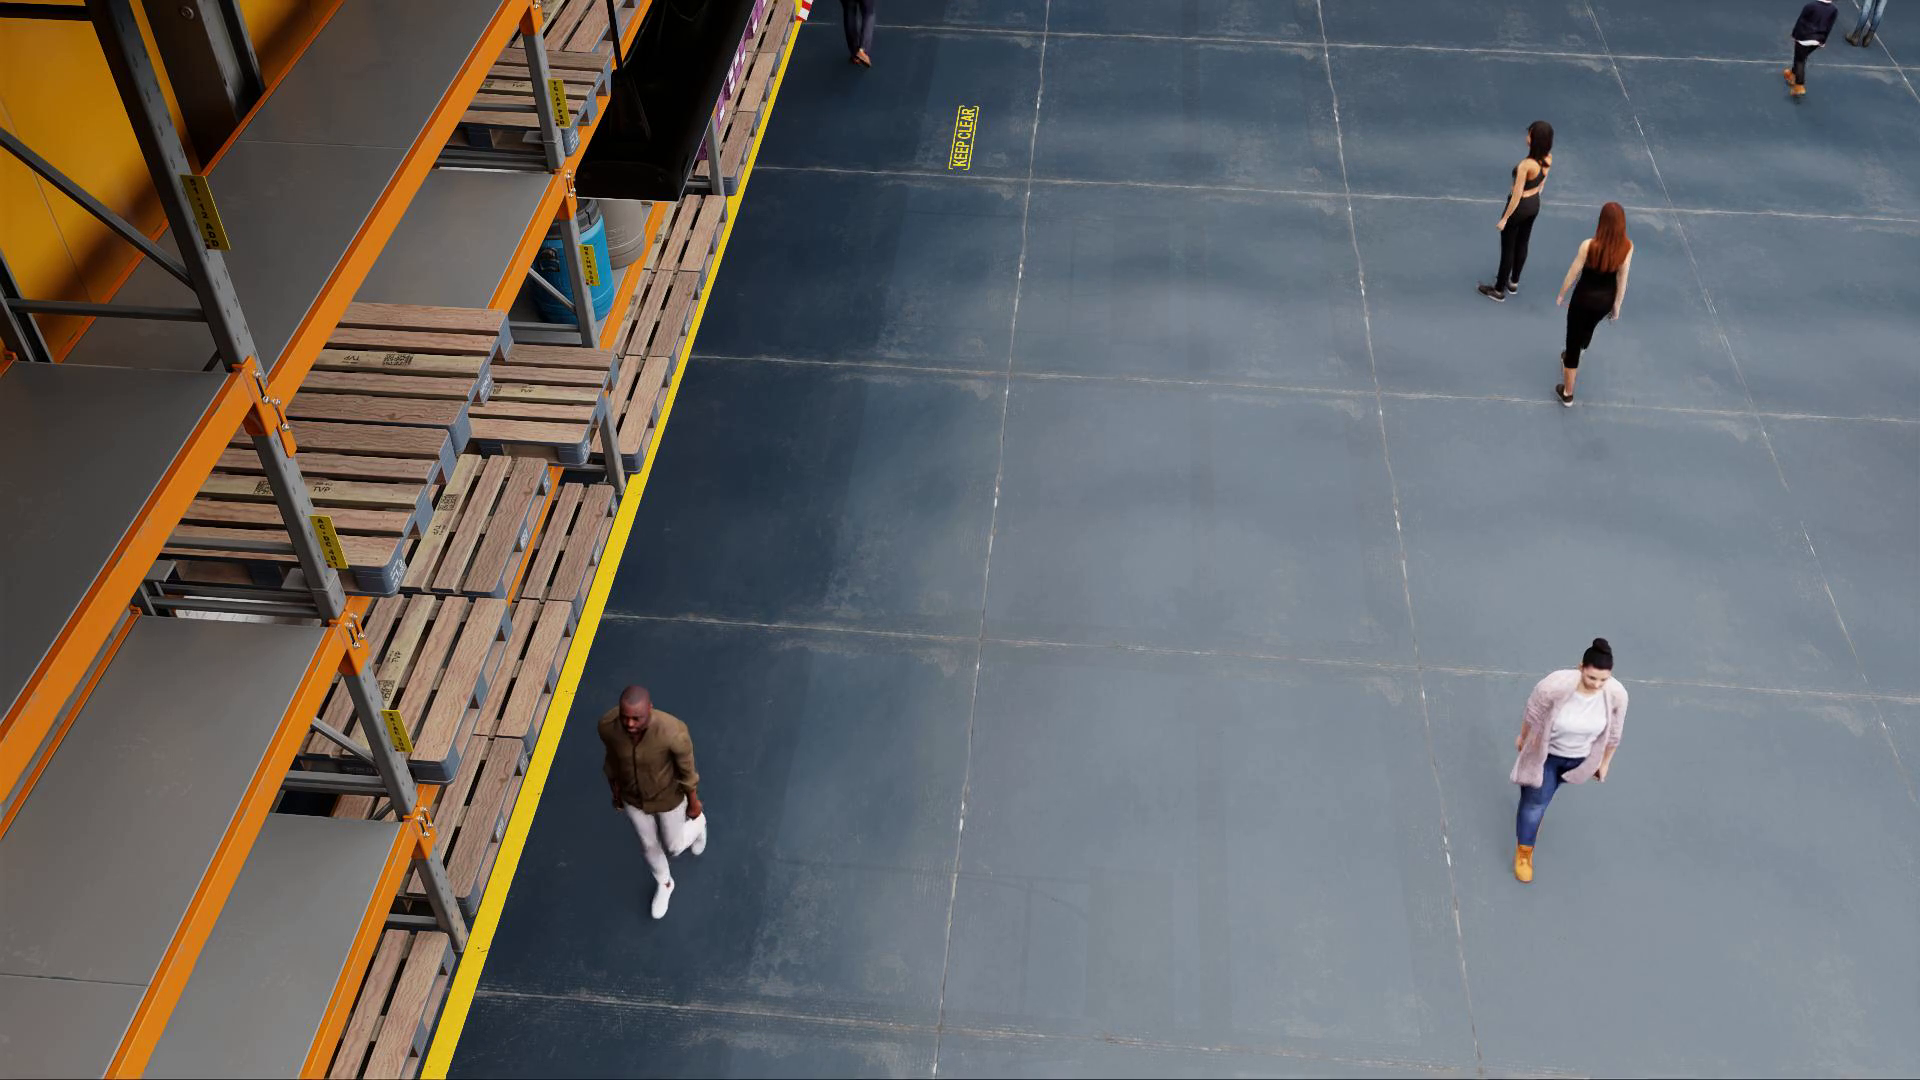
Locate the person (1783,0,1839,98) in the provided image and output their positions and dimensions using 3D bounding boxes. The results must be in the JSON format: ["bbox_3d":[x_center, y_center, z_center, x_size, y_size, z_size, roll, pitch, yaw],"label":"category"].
[{"bbox_3d":[8.532,-5.035,16.650,0.570,1.215,0.845,-2,44,-3],"label":"person"}]

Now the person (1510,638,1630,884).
[{"bbox_3d":[3.544,1.140,9.804,0.702,1.717,0.966,5,44,5],"label":"person"}]

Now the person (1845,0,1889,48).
[{"bbox_3d":[9.636,-5.812,17.394,0.489,1.314,0.500,7,44,8],"label":"person"}]

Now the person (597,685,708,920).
[{"bbox_3d":[-1.722,1.387,9.483,0.788,1.803,0.907,9,44,10],"label":"person"}]

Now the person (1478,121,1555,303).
[{"bbox_3d":[4.711,-2.753,13.944,0.635,1.643,0.678,-26,49,-25],"label":"person"}]

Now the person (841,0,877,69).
[{"bbox_3d":[-1.080,-5.601,16.815,0.719,1.807,0.822,6,44,7],"label":"person"}]

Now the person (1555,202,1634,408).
[{"bbox_3d":[4.906,-1.779,12.877,0.613,1.705,0.889,2,44,3],"label":"person"}]
